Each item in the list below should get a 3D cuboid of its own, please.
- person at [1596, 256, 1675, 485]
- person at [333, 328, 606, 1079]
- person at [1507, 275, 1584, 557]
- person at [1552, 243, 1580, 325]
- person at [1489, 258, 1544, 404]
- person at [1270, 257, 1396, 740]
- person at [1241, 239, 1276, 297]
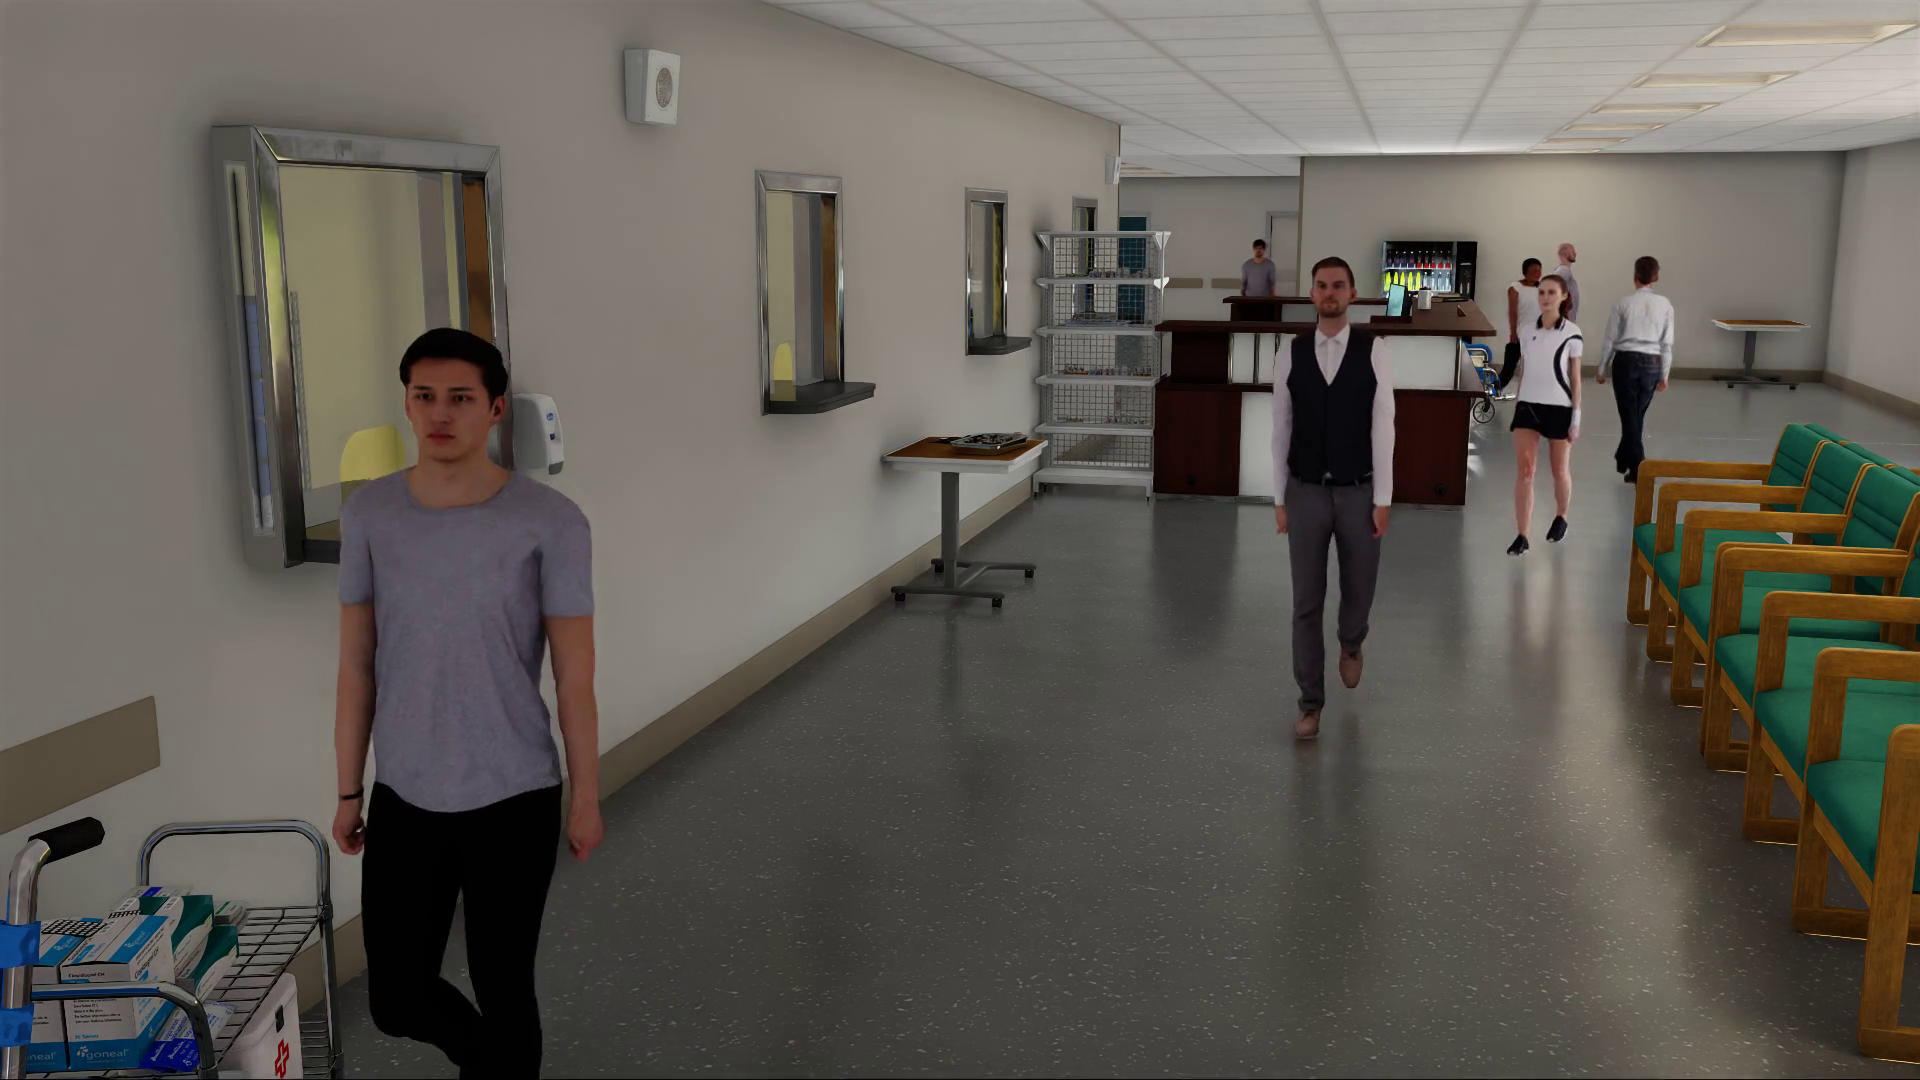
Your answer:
[{"bbox_3d":[5.351,-1.300,13.123,1.158,1.766,0.861,1,11,5],"label":"person"},{"bbox_3d":[-0.981,0.500,3.403,0.794,1.854,0.843,0,11,2],"label":"person"},{"bbox_3d":[3.713,-0.761,10.435,1.133,1.709,0.901,7,13,34],"label":"person"},{"bbox_3d":[7.403,-2.732,20.482,0.584,1.838,0.664,2,11,11],"label":"person"},{"bbox_3d":[6.387,-2.353,18.971,1.104,1.656,1.157,-6,12,-29],"label":"person"},{"bbox_3d":[1.556,-0.192,6.872,0.982,1.920,0.745,4,11,19],"label":"person"},{"bbox_3d":[4.443,-3.539,24.794,1.027,1.814,0.743,2,11,13],"label":"person"}]
